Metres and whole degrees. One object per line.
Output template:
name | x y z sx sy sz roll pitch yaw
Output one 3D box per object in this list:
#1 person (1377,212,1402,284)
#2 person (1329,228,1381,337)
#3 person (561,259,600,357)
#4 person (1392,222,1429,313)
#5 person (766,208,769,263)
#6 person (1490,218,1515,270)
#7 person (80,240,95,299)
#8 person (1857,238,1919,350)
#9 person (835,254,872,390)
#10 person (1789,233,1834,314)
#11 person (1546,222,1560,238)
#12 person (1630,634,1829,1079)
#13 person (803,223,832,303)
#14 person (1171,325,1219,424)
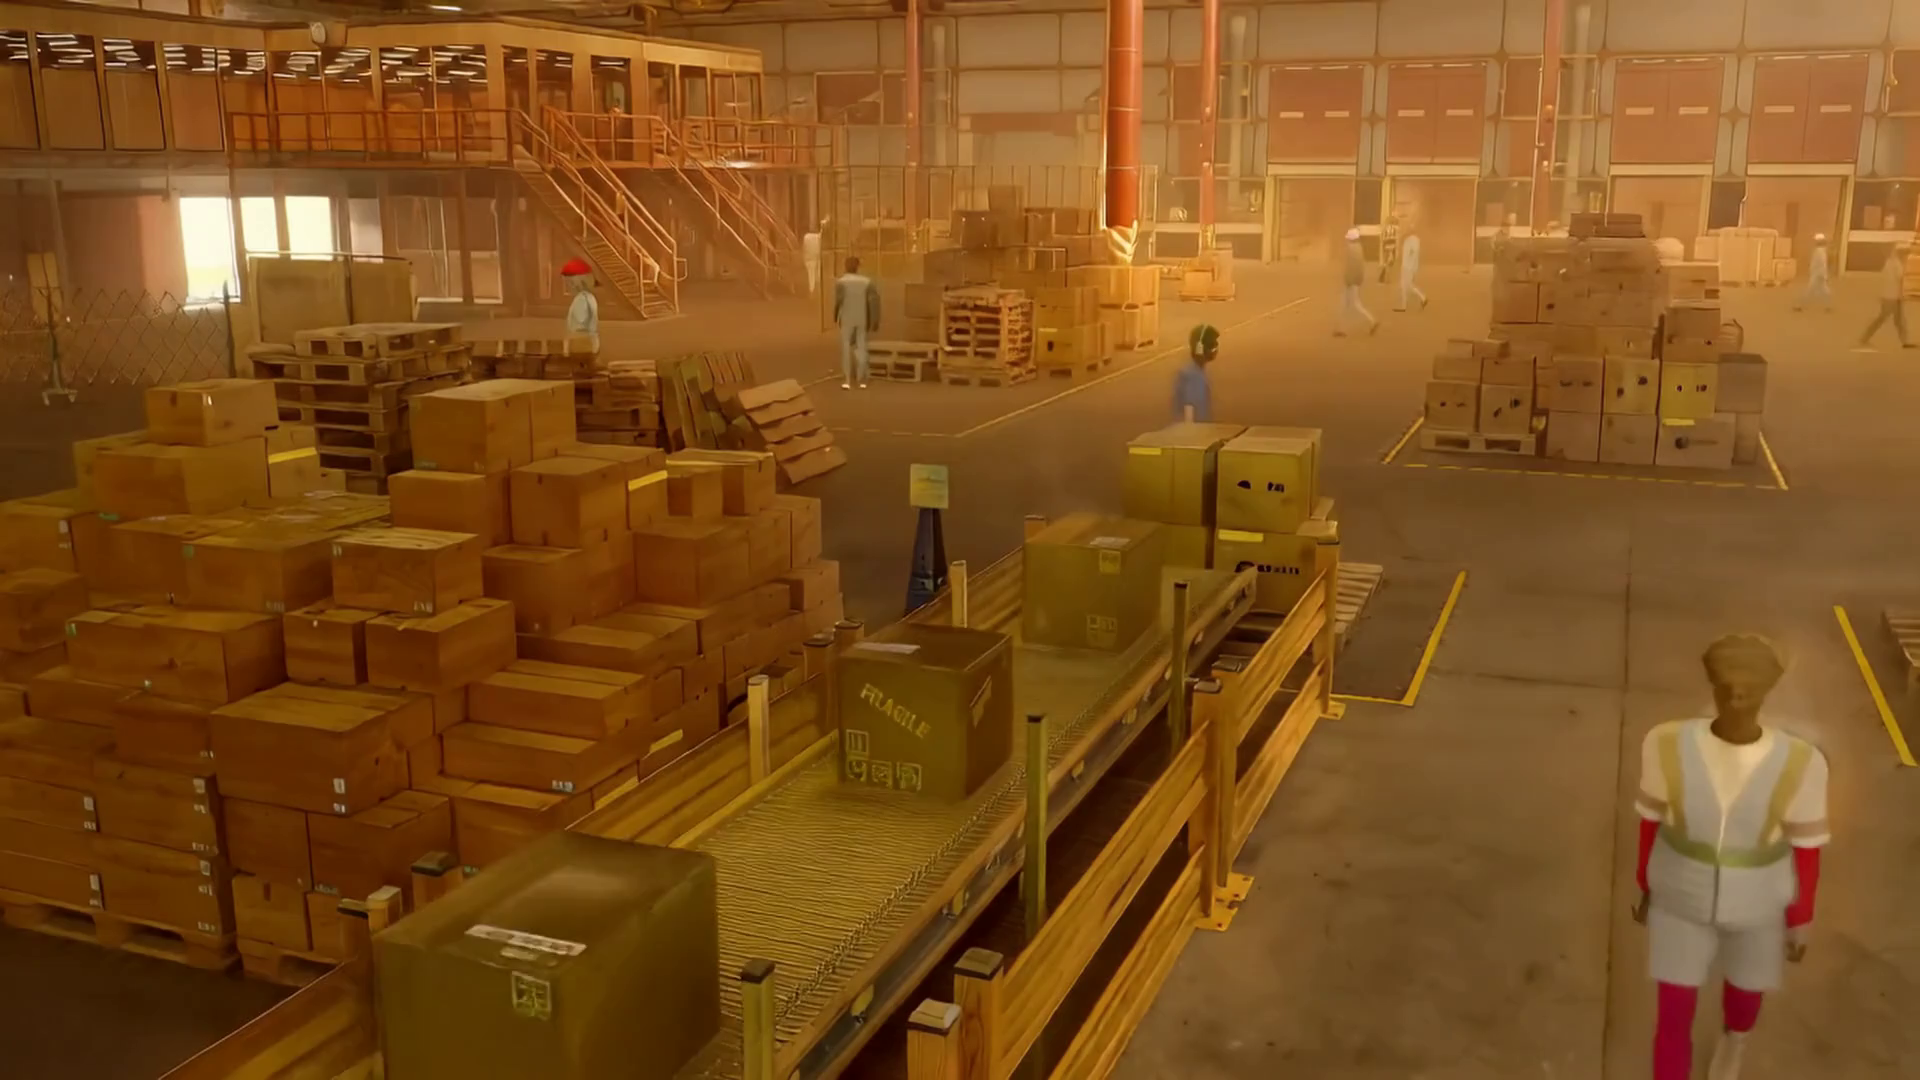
person | 11.466 -7.768 44.278 0.559 1.895 0.976 -7 14 -29
person | 7.169 -4.625 30.000 0.823 1.972 0.622 2 13 8
person | -4.149 -2.045 18.254 0.377 2.044 0.608 0 13 -2
person | 9.536 -5.721 35.049 0.712 1.919 0.629 8 15 31
person | -5.757 -8.824 48.767 0.380 1.994 0.618 4 13 16
person | 12.407 -6.399 38.037 0.642 1.921 0.462 -3 13 -14
person | -19.214 -6.042 36.480 0.402 1.904 0.639 -1 13 -5
person | 15.685 -4.124 27.955 0.882 1.885 0.591 8 15 32
person | -1.463 -2.992 22.928 0.506 1.861 0.333 -3 13 -14
person | 18.045 -5.606 35.012 0.893 1.694 0.493 4 13 17
person | 12.776 -5.864 35.683 0.623 1.911 0.609 3 13 12
person | 2.355 1.073 5.134 0.537 1.672 0.793 6 14 26
person | -3.261 -6.342 38.101 0.633 1.793 0.950 2 13 7
person | 1.707 -0.757 12.934 0.762 1.847 0.529 5 13 20
